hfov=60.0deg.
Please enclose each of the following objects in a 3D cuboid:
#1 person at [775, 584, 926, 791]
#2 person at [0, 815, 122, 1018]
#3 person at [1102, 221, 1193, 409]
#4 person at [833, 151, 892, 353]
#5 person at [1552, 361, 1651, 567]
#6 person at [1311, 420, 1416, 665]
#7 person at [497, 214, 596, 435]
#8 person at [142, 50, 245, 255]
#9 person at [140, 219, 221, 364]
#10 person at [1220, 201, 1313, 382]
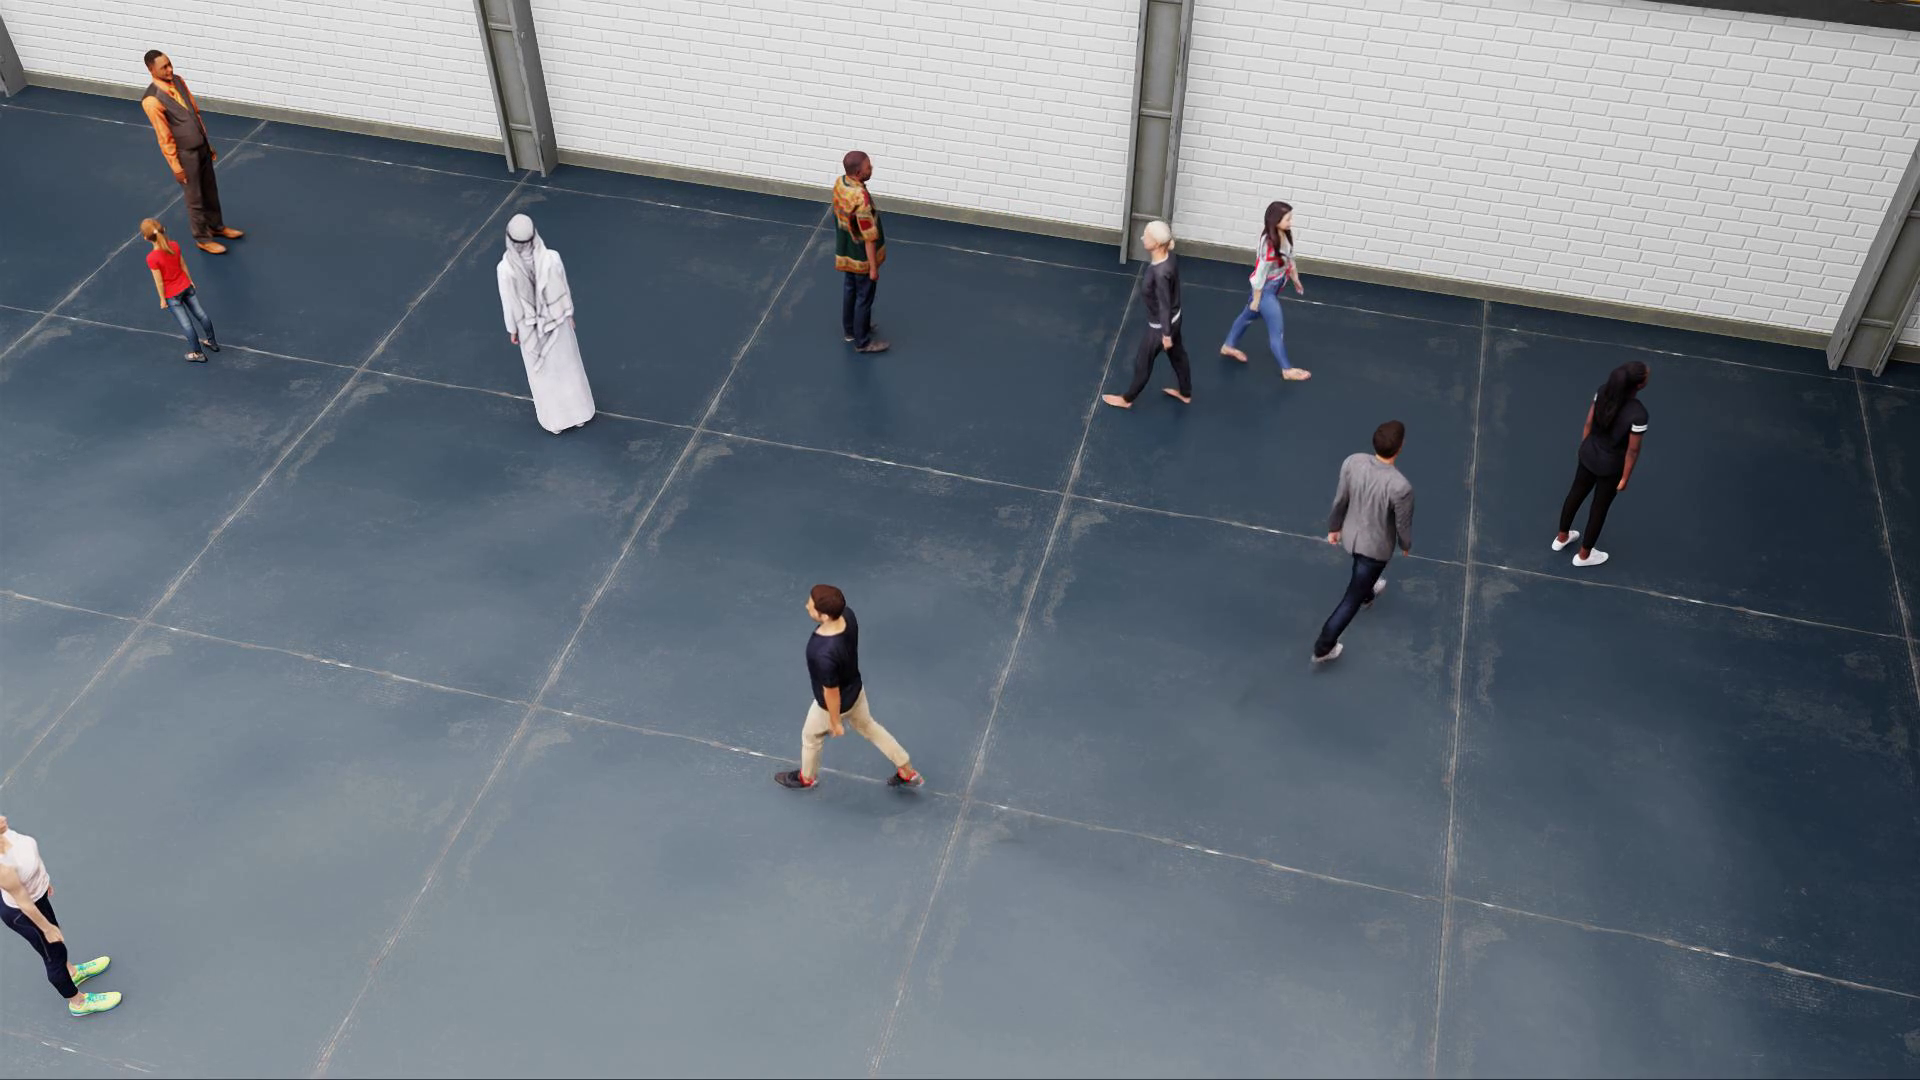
[{"bbox_3d":[-0.637,0.942,10.017,1.165,1.820,0.660,12,45,12],"label":"person"},{"bbox_3d":[-5.043,1.986,9.006,0.734,1.702,0.665,-24,49,-23],"label":"person"},{"bbox_3d":[1.636,-1.704,12.889,0.920,1.689,0.646,11,45,11],"label":"person"},{"bbox_3d":[-0.824,-2.343,13.475,0.873,1.806,0.826,-18,47,-18],"label":"person"},{"bbox_3d":[4.509,-0.550,11.649,0.759,1.728,0.703,-20,47,-20],"label":"person"},{"bbox_3d":[2.641,0.055,10.942,1.208,1.828,1.241,-29,51,-27],"label":"person"},{"bbox_3d":[-3.167,-1.634,12.644,0.790,1.926,0.872,-16,46,-17],"label":"person"},{"bbox_3d":[-6.759,-3.403,14.514,0.610,1.908,0.689,8,44,8],"label":"person"},{"bbox_3d":[-6.350,-2.029,13.507,0.534,1.307,0.524,19,47,19],"label":"person"},{"bbox_3d":[2.379,-2.022,13.309,1.088,1.570,0.755,19,47,19],"label":"person"}]
